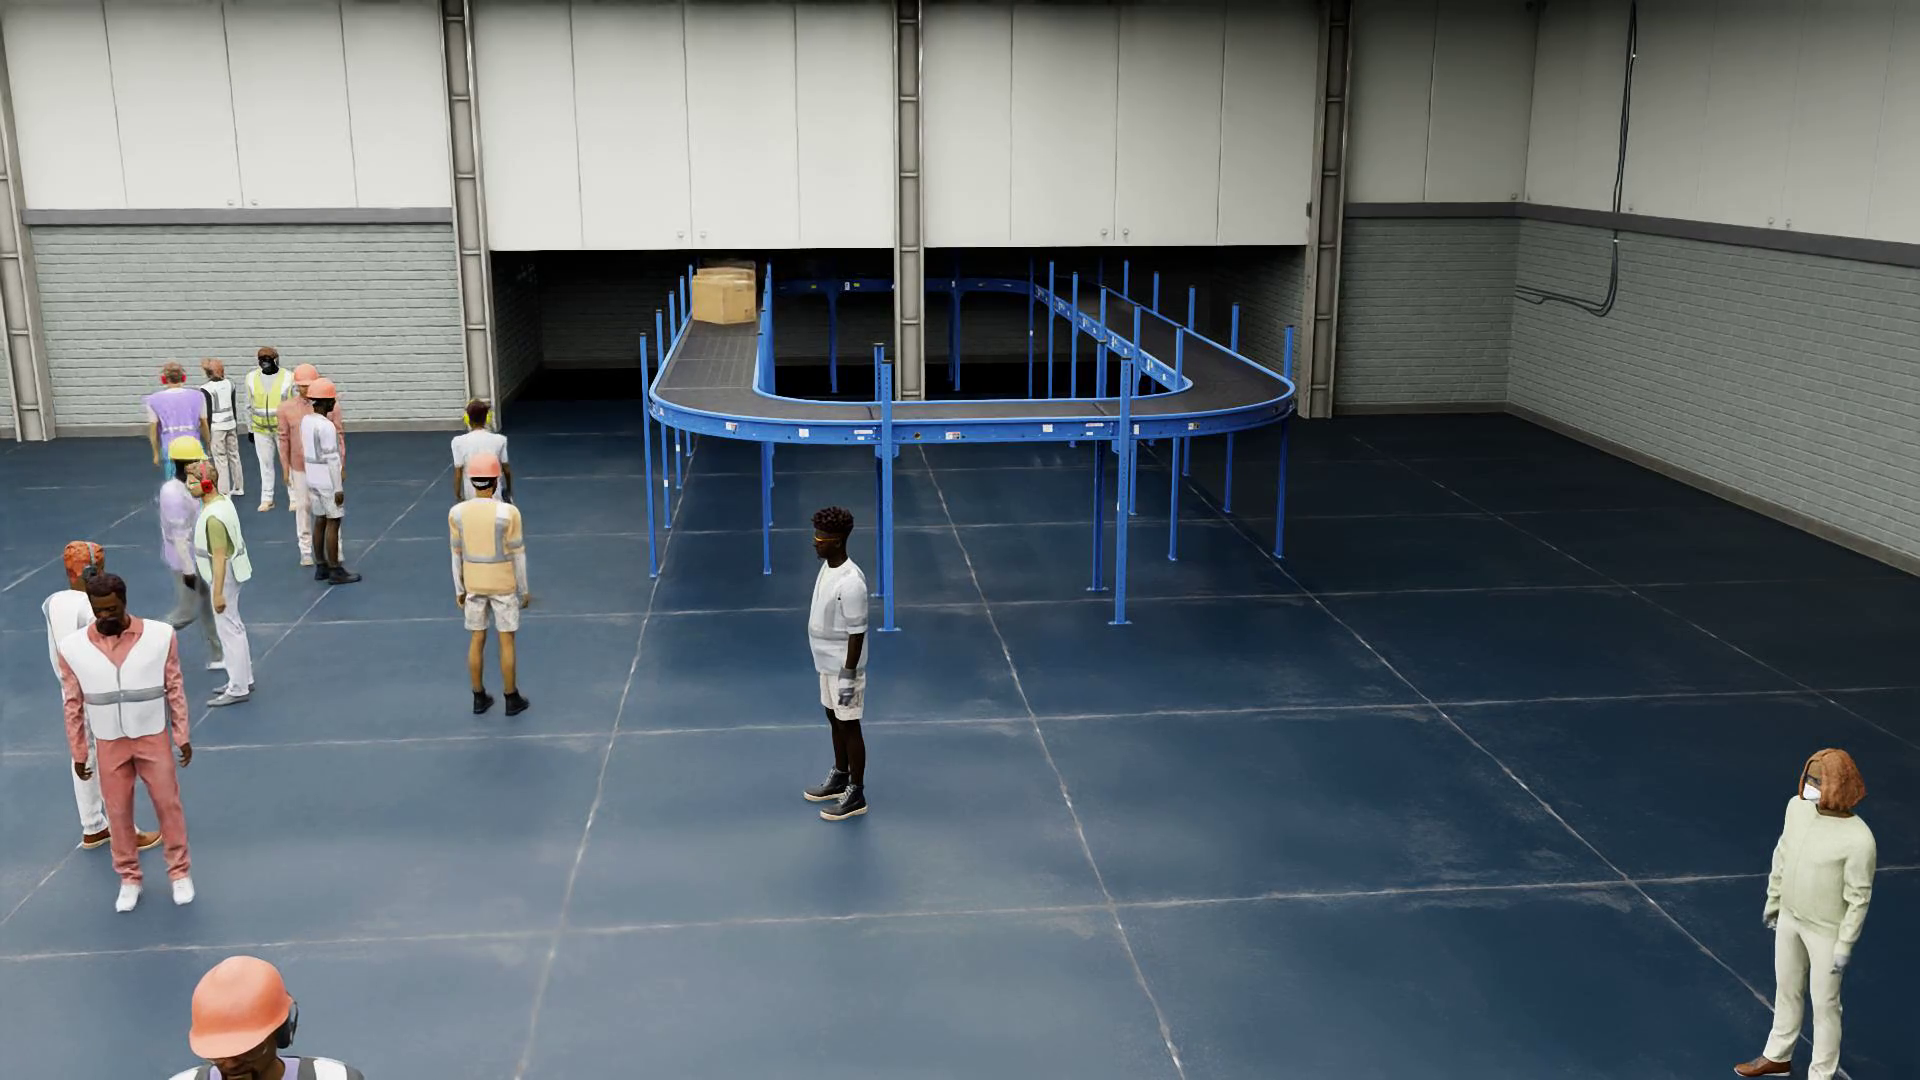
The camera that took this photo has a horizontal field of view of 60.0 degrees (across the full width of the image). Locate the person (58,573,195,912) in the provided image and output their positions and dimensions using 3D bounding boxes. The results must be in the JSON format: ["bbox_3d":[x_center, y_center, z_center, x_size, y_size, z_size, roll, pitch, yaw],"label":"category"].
[{"bbox_3d":[-4.535,1.085,9.091,0.600,1.907,0.400,-6,15,-22],"label":"person"}]

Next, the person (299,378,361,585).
[{"bbox_3d":[-5.914,-0.553,15.581,0.551,1.932,0.378,13,19,42],"label":"person"}]

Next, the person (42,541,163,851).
[{"bbox_3d":[-5.060,0.927,9.758,0.573,1.887,0.354,8,16,28],"label":"person"}]

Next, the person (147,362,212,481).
[{"bbox_3d":[-8.067,-0.923,17.265,0.565,1.839,0.383,-10,17,-34],"label":"person"}]

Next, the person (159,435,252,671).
[{"bbox_3d":[-6.029,0.129,12.902,0.762,1.906,0.598,-2,14,-7],"label":"person"}]

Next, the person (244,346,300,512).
[{"bbox_3d":[-7.613,-1.229,18.475,0.621,1.845,0.429,-2,14,-6],"label":"person"}]

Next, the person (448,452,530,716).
[{"bbox_3d":[-3.405,0.322,12.098,0.543,1.929,0.382,2,14,10],"label":"person"}]

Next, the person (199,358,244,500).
[{"bbox_3d":[-8.461,-1.264,19.031,0.307,1.636,0.525,4,15,16],"label":"person"}]

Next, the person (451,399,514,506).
[{"bbox_3d":[-4.338,-0.382,15.138,0.553,1.812,0.987,-6,15,-23],"label":"person"}]

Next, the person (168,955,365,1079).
[{"bbox_3d":[-1.939,2.112,4.695,0.605,2.045,0.378,-3,14,-13],"label":"person"}]

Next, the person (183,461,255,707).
[{"bbox_3d":[-5.463,0.311,12.335,0.401,1.835,0.562,-5,15,-21],"label":"person"}]

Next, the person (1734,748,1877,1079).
[{"bbox_3d":[3.711,1.682,7.253,0.285,1.633,0.500,-4,15,-15],"label":"person"}]

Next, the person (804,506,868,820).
[{"bbox_3d":[-0.758,0.749,10.309,0.367,1.966,0.606,-5,15,-21],"label":"person"}]

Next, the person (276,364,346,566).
[{"bbox_3d":[-6.302,-0.732,16.209,0.606,1.986,0.401,-5,15,-20],"label":"person"}]
